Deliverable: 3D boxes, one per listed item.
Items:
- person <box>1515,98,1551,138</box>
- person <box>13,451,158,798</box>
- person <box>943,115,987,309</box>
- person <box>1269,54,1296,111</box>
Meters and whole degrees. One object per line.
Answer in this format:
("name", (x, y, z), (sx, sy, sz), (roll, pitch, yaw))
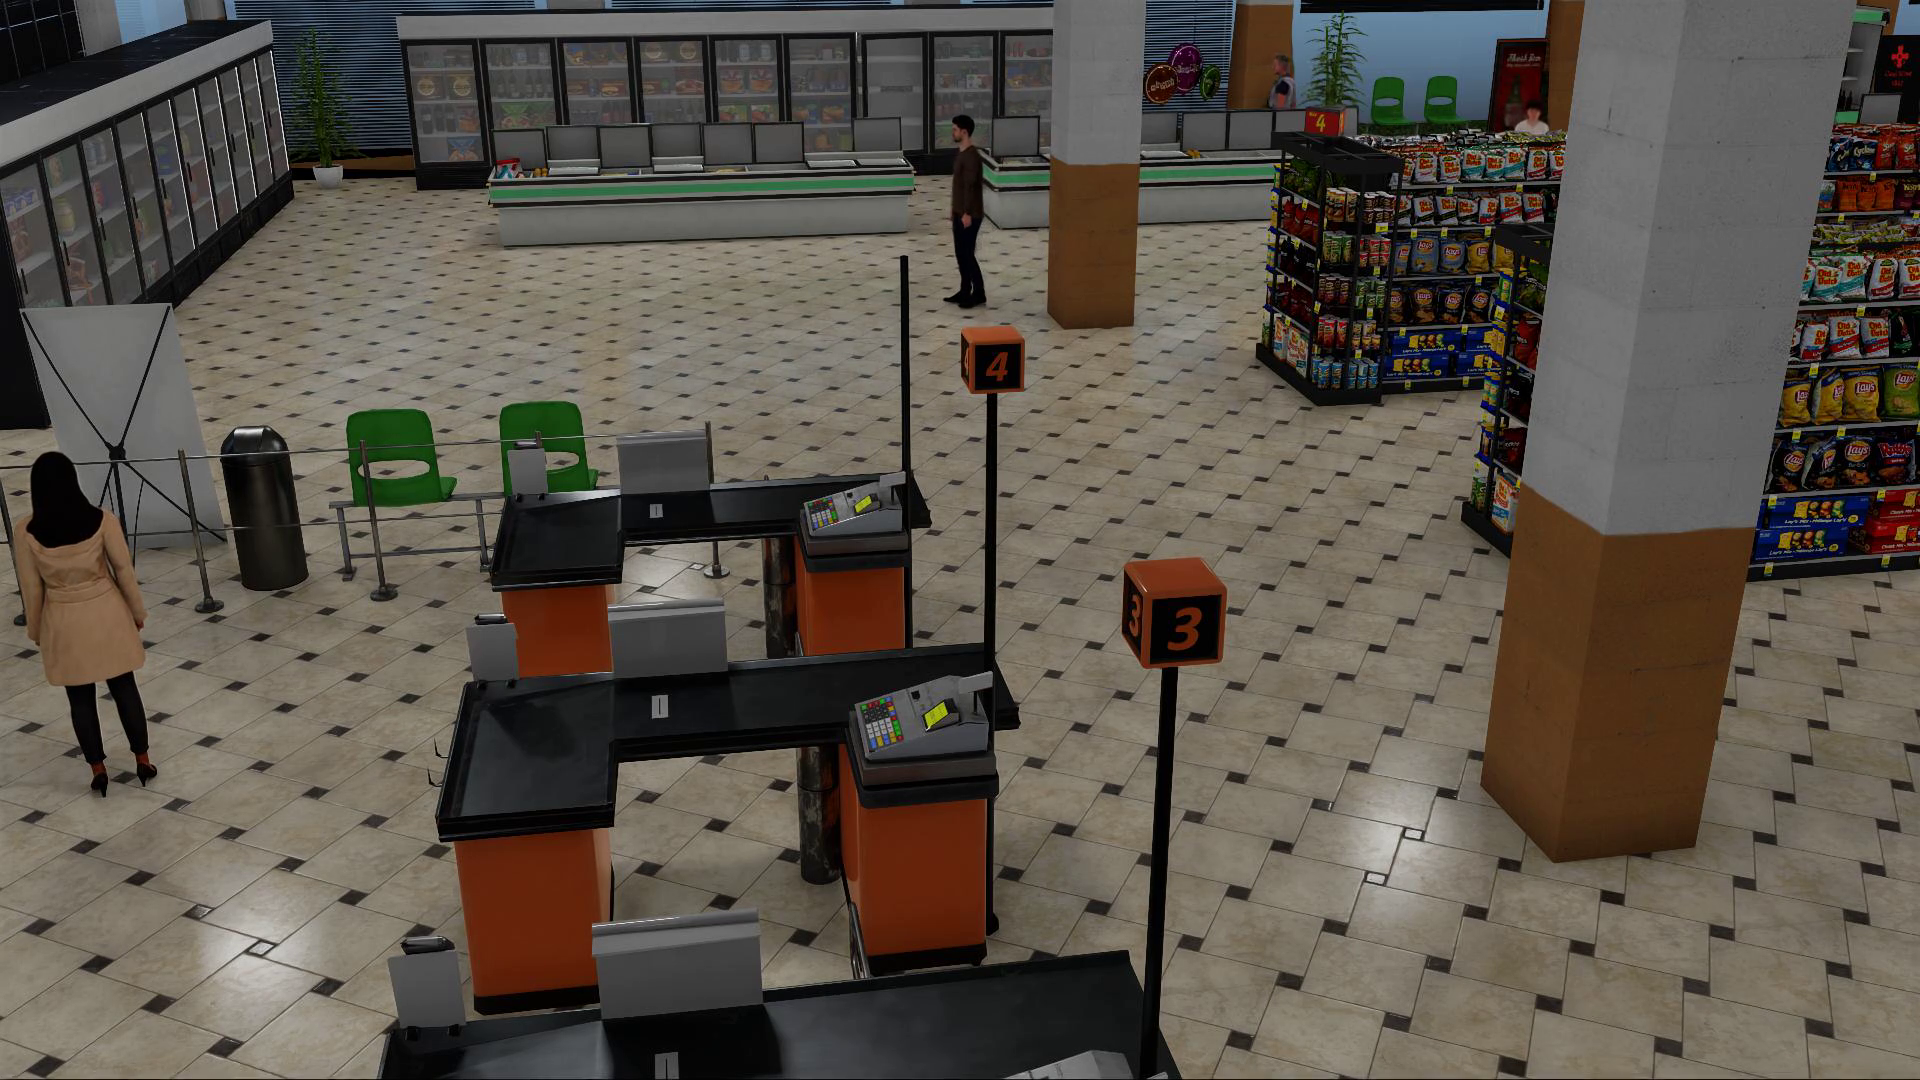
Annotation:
("person", (6.699, -4.357, 19.610), (1.128, 1.616, 0.940), (5, 22, 12))
("person", (-4.040, 0.398, 7.690), (0.588, 1.681, 0.771), (-12, 25, -27))
("person", (0.092, -3.254, 16.506), (0.648, 1.884, 0.695), (-6, 23, -15))
("person", (4.428, -5.629, 22.528), (1.130, 1.801, 0.916), (5, 22, 12))
